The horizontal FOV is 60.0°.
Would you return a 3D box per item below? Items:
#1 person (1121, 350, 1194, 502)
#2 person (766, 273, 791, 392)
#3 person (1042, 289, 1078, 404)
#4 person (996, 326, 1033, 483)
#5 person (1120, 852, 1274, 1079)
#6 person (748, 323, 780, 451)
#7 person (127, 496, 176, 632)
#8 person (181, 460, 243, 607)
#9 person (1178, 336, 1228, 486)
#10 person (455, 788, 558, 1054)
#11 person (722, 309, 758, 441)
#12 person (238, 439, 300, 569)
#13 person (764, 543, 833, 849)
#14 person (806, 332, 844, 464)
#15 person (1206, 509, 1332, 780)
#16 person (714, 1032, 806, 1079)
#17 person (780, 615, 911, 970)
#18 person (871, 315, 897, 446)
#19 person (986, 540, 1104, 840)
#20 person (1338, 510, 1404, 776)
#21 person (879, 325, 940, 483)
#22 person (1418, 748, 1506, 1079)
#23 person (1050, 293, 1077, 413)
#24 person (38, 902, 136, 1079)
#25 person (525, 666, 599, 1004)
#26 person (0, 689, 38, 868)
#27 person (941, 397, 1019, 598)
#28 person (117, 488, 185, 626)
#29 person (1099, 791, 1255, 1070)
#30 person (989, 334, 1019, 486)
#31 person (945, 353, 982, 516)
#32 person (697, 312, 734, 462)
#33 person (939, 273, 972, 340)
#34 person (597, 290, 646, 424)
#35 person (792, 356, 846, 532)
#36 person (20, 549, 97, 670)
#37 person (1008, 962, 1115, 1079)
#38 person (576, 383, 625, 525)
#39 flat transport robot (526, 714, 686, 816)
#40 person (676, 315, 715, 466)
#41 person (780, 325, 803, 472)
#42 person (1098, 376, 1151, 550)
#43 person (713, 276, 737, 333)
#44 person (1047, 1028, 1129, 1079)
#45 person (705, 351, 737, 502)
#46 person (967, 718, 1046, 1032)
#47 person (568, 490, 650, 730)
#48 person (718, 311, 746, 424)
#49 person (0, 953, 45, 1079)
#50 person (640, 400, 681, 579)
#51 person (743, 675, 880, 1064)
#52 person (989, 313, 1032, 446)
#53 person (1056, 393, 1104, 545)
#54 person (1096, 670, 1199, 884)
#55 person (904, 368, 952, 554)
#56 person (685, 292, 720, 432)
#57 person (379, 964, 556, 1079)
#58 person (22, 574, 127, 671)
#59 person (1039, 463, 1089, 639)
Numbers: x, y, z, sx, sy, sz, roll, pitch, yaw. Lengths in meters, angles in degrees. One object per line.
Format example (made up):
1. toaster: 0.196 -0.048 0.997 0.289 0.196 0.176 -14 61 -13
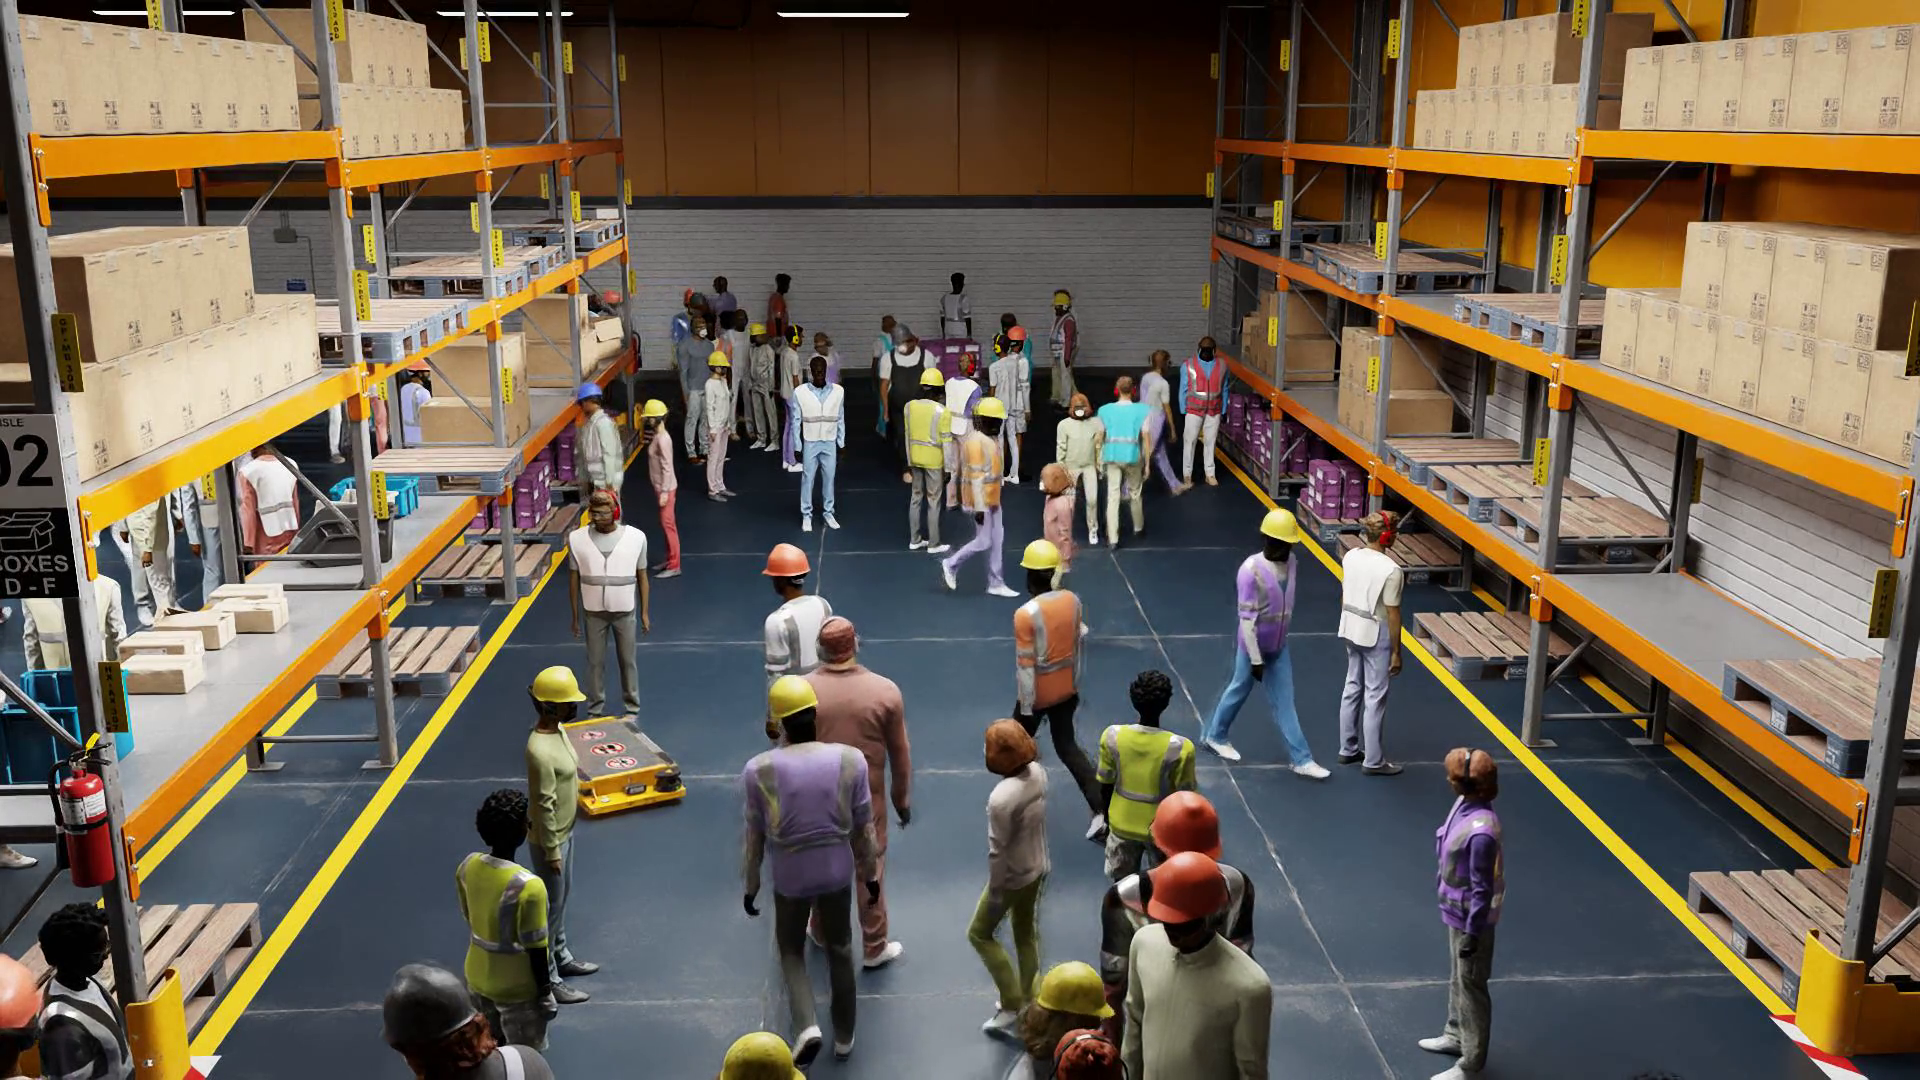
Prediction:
1. person: 2.310 -1.328 19.438 0.979 1.790 0.544 -5 15 -19
2. person: -2.977 -3.404 27.271 0.427 1.947 0.634 -5 15 -19
3. person: 1.618 -2.997 25.934 0.614 1.816 0.623 6 15 21
4. person: 0.685 -1.675 20.527 0.381 1.929 0.549 -11 18 -36
5. person: 0.807 2.022 5.897 0.407 1.986 0.619 -13 19 -42
6. person: -2.686 -2.066 22.450 0.486 1.735 0.338 12 19 40
7. person: -6.953 0.007 14.262 0.326 1.751 0.559 -5 15 -21
8. person: -6.427 -0.099 14.383 0.397 1.908 0.600 8 16 28
9. person: 2.973 -1.569 20.291 0.620 1.837 0.429 -2 14 -6
10. person: -1.911 1.871 7.073 0.534 1.694 0.320 12 18 38
11. person: -3.054 -2.301 23.158 0.506 1.839 0.340 -7 16 -26
12. person: -5.871 -0.058 14.225 0.412 1.907 0.599 6 15 21
13. person: -1.011 0.965 10.155 0.385 1.929 0.552 9 17 33
14. person: -1.753 -1.765 21.134 0.600 1.803 0.603 -13 19 -41
15. person: 2.090 0.687 11.371 0.594 1.878 0.992 -11 18 -36
16. person: -0.624 2.329 5.189 0.320 1.738 0.483 1 14 6
17. person: -0.619 1.326 8.830 0.687 1.901 0.474 0 14 -1
18. person: -0.945 -2.213 22.965 0.595 1.773 1.021 -2 14 -7
19. person: 0.591 0.939 10.352 0.923 1.893 0.586 13 20 42
20. person: 2.801 0.700 11.359 0.390 1.846 0.565 -7 16 -25
21. person: -0.613 -1.652 20.205 0.742 2.000 0.882 0 14 2
22. person: 2.349 1.738 7.702 0.315 1.637 0.514 2 14 8
23. person: 1.572 -2.853 25.363 0.403 1.824 0.591 -2 14 -9
24. person: -3.174 2.122 6.085 0.320 1.692 0.531 -6 16 -23
25. person: -2.036 1.486 8.453 0.338 1.761 0.524 -1 14 -4
26. person: -5.757 1.098 9.678 0.410 1.909 0.643 1 14 5
27. person: 0.201 -0.394 15.517 0.673 1.909 0.609 6 16 23
28. person: -7.231 -0.207 14.799 0.379 1.910 0.600 10 17 34
29. person: 0.830 1.894 6.317 0.612 2.030 0.410 -4 15 -14
30. person: 0.533 -1.585 20.311 0.510 1.860 0.333 -11 18 -37
31. person: 0.027 -1.193 18.823 0.393 1.836 0.561 -11 18 -37
32. person: -3.248 -1.997 21.705 0.603 1.966 0.368 -5 15 -18
33. person: -0.048 -3.374 27.110 0.602 1.967 0.366 10 17 35
34. person: -4.973 -2.640 24.199 1.037 1.994 0.623 -7 16 -27
35. person: -1.536 -1.057 18.114 0.595 1.917 0.373 -5 15 -20
36. person: -6.933 0.308 12.779 0.652 1.906 0.402 0 14 -1
37. person: 0.292 2.229 5.617 0.598 1.715 0.544 13 20 42
38. person: -3.462 -0.582 16.301 0.426 1.900 0.708 -6 16 -24
39. flat transport robot: -2.443 1.495 11.378 0.652 0.197 1.431 -8 16 -29
40. person: -3.366 -1.940 21.537 0.371 1.941 0.627 11 18 37
41. person: -2.113 -1.794 21.125 0.327 1.863 0.511 -6 15 -22
42. person: 1.730 -0.830 17.496 0.594 1.778 0.979 3 15 13
43. person: -3.803 -3.302 26.911 0.366 1.932 0.629 4 15 16
44. person: 0.376 2.325 4.917 0.576 1.880 0.361 0 14 -1
45. person: -2.817 -1.337 19.516 0.312 1.767 0.533 3 15 12
46. person: 0.250 1.634 8.141 0.328 1.625 0.544 8 16 29
47. person: -2.530 0.523 12.060 0.565 1.841 0.387 -2 14 -7
48. person: -3.443 -2.554 24.523 0.884 1.638 0.547 8 16 29
49. person: -2.813 2.208 5.046 0.616 2.040 0.382 -2 14 -6
50. person: -2.931 -0.498 16.242 0.328 1.760 0.549 -4 15 -16
51. person: -0.691 1.575 7.820 0.667 1.894 0.579 -3 15 -13
52. person: 0.710 -2.221 22.877 0.640 1.830 0.546 7 16 26
53. person: 1.260 -0.744 17.484 0.508 1.621 0.290 -2 14 -8
54. person: 0.968 1.486 8.569 0.540 1.697 0.316 7 16 25
55. person: -0.315 -0.817 17.182 0.581 1.919 0.395 10 17 33
56. person: -3.683 -2.531 23.656 0.537 2.000 0.701 5 15 18
57. person: -1.541 2.207 5.056 0.536 2.000 0.672 6 16 24
58. person: -5.612 0.854 10.612 0.597 1.915 0.371 -3 15 -10
59. person: 0.813 0.154 13.946 0.371 1.624 0.503 -2 14 -9
